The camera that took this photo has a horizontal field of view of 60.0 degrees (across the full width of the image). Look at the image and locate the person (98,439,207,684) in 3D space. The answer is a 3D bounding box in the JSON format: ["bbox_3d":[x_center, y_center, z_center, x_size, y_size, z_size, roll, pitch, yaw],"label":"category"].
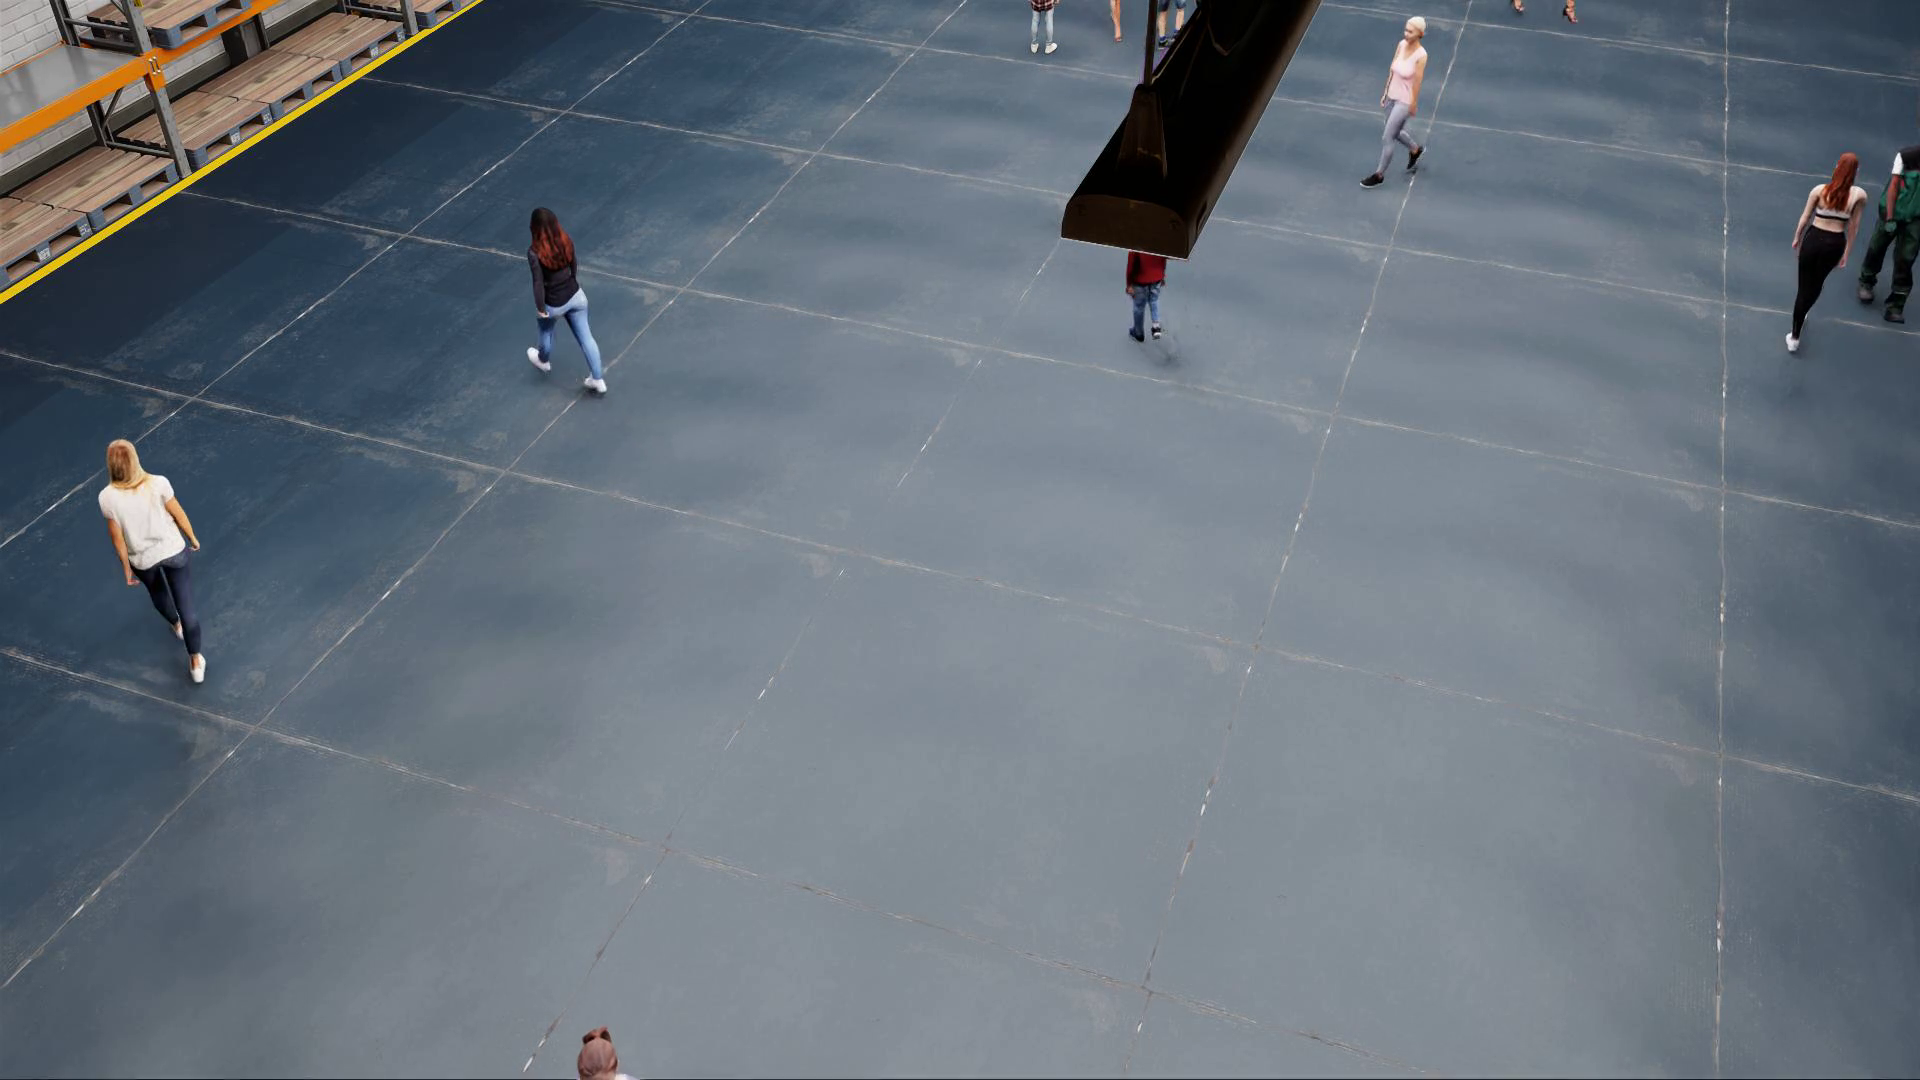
[{"bbox_3d":[-5.132,0.182,10.681,0.995,1.782,1.058,-16,41,-19],"label":"person"}]

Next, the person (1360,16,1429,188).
[{"bbox_3d":[4.404,-4.345,16.410,1.029,1.706,1.011,-14,41,-17],"label":"person"}]

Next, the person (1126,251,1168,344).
[{"bbox_3d":[1.613,-2.200,14.092,0.649,1.249,0.708,-14,41,-17],"label":"person"}]

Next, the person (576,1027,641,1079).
[{"bbox_3d":[-1.516,2.767,7.458,0.719,1.765,0.724,1,39,1],"label":"person"}]

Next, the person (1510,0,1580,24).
[{"bbox_3d":[7.032,-7.045,19.739,0.873,1.772,1.093,24,45,27],"label":"person"}]

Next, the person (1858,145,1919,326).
[{"bbox_3d":[8.171,-2.857,14.472,0.768,1.799,1.131,8,39,9],"label":"person"}]

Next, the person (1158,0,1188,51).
[{"bbox_3d":[2.435,-6.373,19.174,0.534,1.426,0.603,13,40,15],"label":"person"}]

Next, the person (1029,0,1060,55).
[{"bbox_3d":[0.953,-6.262,19.133,0.546,1.305,0.521,9,40,12],"label":"person"}]

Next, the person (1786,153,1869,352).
[{"bbox_3d":[7.208,-2.375,13.930,0.619,1.723,0.906,15,41,18],"label":"person"}]

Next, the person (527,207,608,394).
[{"bbox_3d":[-3.168,-1.898,13.434,1.120,1.598,1.007,-31,48,-33],"label":"person"}]
